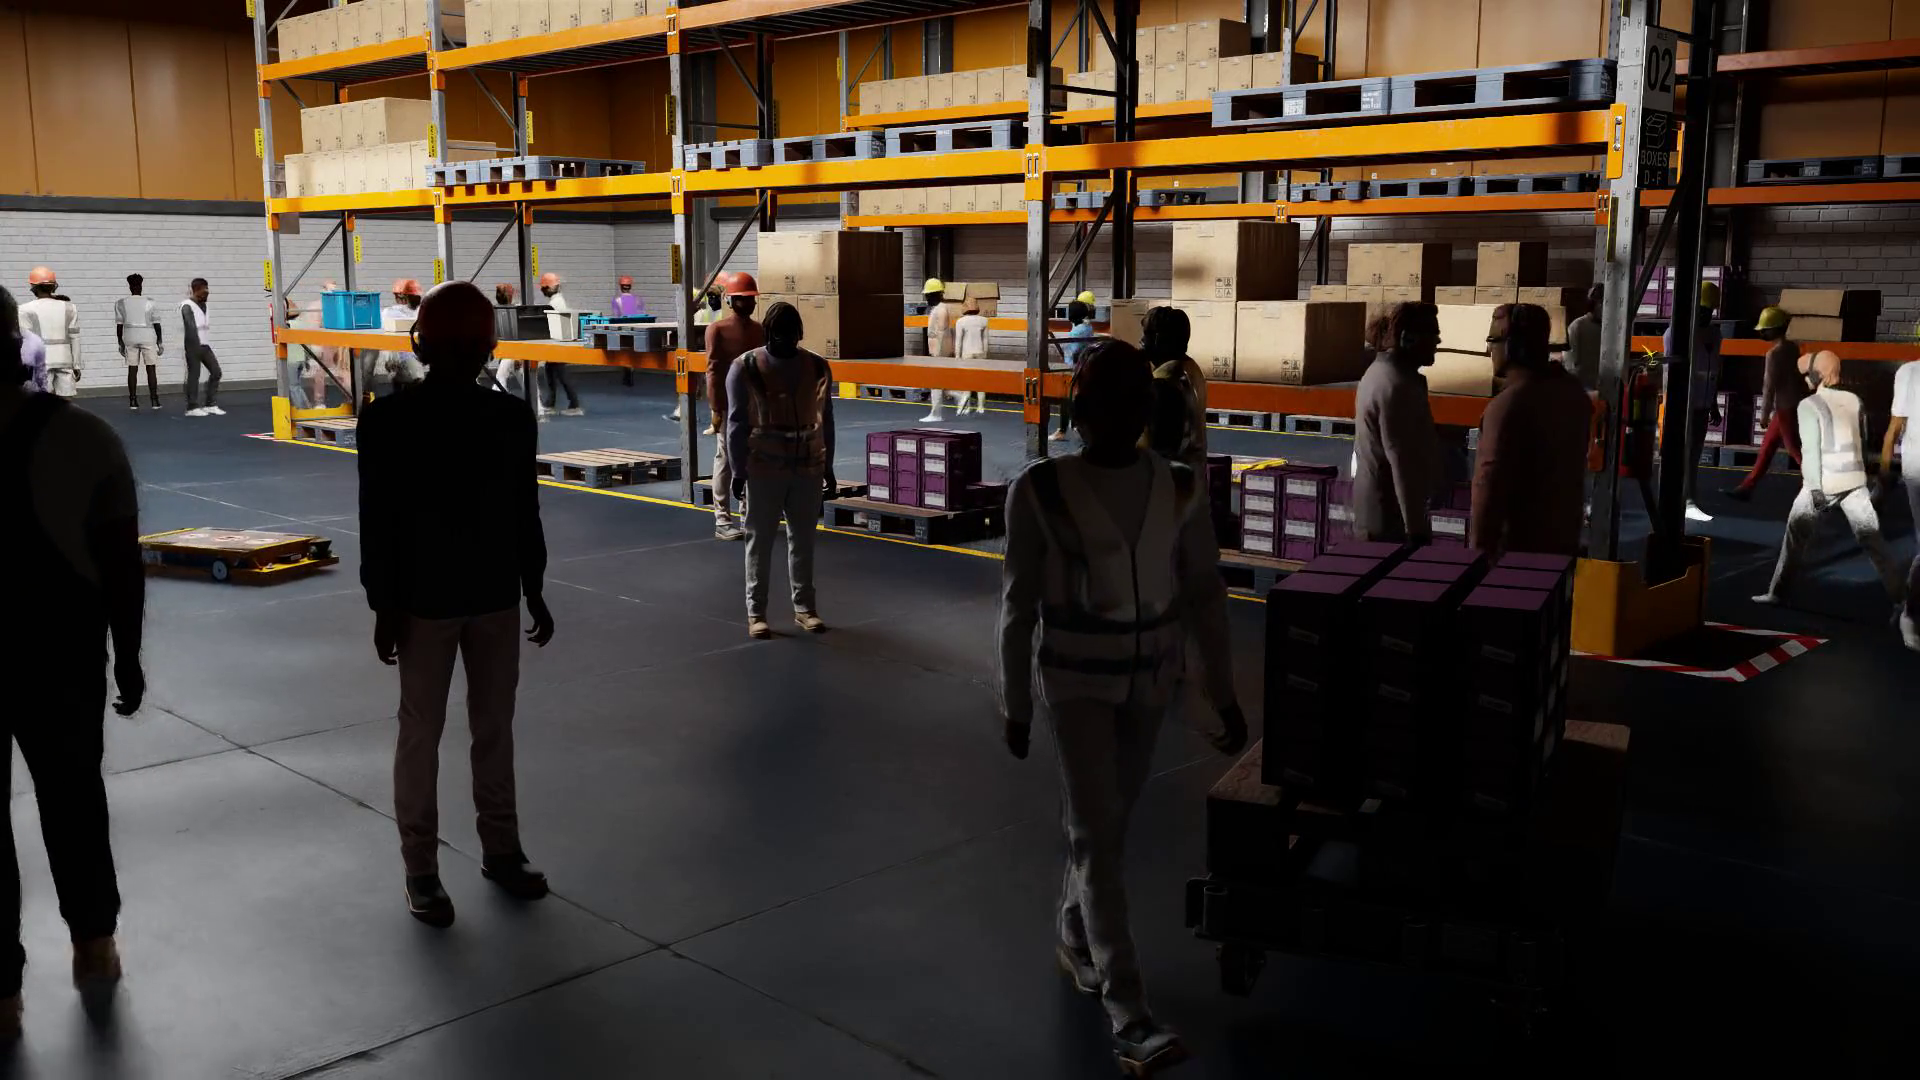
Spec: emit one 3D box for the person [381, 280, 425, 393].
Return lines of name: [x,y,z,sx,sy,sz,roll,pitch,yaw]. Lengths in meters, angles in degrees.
person: [-7.074,-2.360,21.198,0.552,1.883,0.974,-5,10,-27]

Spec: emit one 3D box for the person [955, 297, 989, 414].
person: [0.163,-2.574,23.266,0.501,1.628,0.277,-4,10,-22]

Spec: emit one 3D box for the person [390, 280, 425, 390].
person: [-6.889,-2.337,21.043,1.023,1.878,0.553,4,10,23]

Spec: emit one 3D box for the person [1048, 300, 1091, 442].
person: [1.430,-1.965,19.380,0.793,1.670,0.532,4,10,22]

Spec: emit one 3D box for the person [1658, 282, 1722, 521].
person: [5.859,-1.092,13.288,0.585,1.917,0.382,-4,10,-25]

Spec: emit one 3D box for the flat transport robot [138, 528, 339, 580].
flat transport robot: [-4.953,0.080,11.135,1.431,0.197,0.652,4,10,22]

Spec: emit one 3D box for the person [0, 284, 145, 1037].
person: [-2.607,0.280,4.495,0.702,2.000,0.600,-7,12,-36]

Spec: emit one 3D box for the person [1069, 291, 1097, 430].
person: [1.562,-2.256,20.959,0.325,1.740,0.492,-1,9,-9]

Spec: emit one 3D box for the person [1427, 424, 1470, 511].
person: [3.194,-0.663,11.156,0.482,1.750,0.542,9,13,44]

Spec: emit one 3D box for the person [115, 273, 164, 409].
person: [-11.849,-2.863,24.037,0.608,1.959,0.376,-2,10,-13]

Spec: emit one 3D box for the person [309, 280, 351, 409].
person: [-8.724,-2.689,23.258,0.992,1.854,0.683,5,11,30]

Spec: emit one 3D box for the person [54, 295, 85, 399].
person: [-11.667,-2.354,21.749,0.537,1.678,0.575,7,12,38]

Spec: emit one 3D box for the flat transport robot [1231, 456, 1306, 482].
flat transport robot: [2.512,-0.680,15.794,1.431,0.197,0.652,7,11,36]

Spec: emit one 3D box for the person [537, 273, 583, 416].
person: [-5.538,-2.681,22.885,0.672,1.960,0.639,-2,9,-12]

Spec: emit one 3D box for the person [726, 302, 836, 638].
person: [-0.969,-0.385,9.182,0.633,1.841,0.429,-4,10,-26]

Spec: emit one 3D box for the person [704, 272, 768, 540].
person: [-1.644,-1.005,12.512,0.380,1.996,0.608,8,12,39]

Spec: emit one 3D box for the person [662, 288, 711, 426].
person: [-3.372,-2.340,21.374,0.916,1.776,0.598,-2,9,-10]

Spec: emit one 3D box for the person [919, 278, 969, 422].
person: [-0.218,-2.497,21.964,0.607,1.905,0.593,-1,9,-9]

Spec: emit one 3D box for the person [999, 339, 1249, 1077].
person: [0.437,0.411,4.317,0.580,1.835,0.968,-4,10,-22]

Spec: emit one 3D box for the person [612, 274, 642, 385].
person: [-5.757,-3.630,28.817,0.545,1.925,0.503,-5,10,-26]

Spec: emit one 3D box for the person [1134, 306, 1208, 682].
person: [0.992,-0.223,8.188,0.429,1.844,0.627,3,10,16]

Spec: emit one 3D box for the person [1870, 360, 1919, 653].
person: [5.098,-0.299,8.639,0.671,1.845,0.459,0,9,-3]

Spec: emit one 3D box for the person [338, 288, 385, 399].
person: [-7.726,-2.365,21.485,0.530,1.785,0.794,2,9,13]

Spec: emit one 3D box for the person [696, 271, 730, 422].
person: [-3.263,-2.531,21.886,0.951,2.007,0.611,0,9,-1]

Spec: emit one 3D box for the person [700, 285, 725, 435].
person: [-2.913,-2.167,20.152,0.619,1.836,0.431,6,11,33]

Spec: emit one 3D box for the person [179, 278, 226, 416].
person: [-10.418,-2.645,22.875,0.619,1.892,0.583,1,9,6]

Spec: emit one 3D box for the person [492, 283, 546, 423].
person: [-5.895,-2.412,21.642,1.005,1.827,0.602,-2,9,-11]

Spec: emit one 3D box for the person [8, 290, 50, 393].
person: [-7.187,-0.945,12.500,0.634,1.884,0.842,-7,12,-36]

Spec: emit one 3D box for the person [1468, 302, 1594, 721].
person: [2.196,0.019,6.542,0.675,1.892,0.414,-9,13,-44]

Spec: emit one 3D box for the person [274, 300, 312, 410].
person: [-8.616,-2.278,21.452,0.356,1.622,0.499,2,10,14]

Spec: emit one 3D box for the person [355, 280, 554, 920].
person: [-1.576,0.182,5.265,0.610,1.986,0.392,-8,12,-42]

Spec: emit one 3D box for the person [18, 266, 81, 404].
person: [-9.652,-1.868,17.647,0.364,2.048,0.611,8,12,40]

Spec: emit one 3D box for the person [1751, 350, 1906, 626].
person: [5.105,-0.311,9.581,0.530,1.567,0.973,-4,10,-21]

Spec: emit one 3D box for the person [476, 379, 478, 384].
person: [-6.558,-2.484,22.025,0.410,1.849,0.597,7,12,38]

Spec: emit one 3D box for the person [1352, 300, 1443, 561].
person: [2.076,-0.129,7.494,0.832,1.873,0.685,2,9,11]

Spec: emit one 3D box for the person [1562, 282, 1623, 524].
person: [5.014,-1.061,13.099,0.635,1.916,0.589,-5,10,-27]

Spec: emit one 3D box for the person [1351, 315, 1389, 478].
person: [3.546,-1.104,14.230,0.498,1.633,0.286,-8,12,-42]

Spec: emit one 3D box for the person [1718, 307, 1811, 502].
person: [7.002,-1.119,14.113,0.905,1.694,0.575,8,12,42]
